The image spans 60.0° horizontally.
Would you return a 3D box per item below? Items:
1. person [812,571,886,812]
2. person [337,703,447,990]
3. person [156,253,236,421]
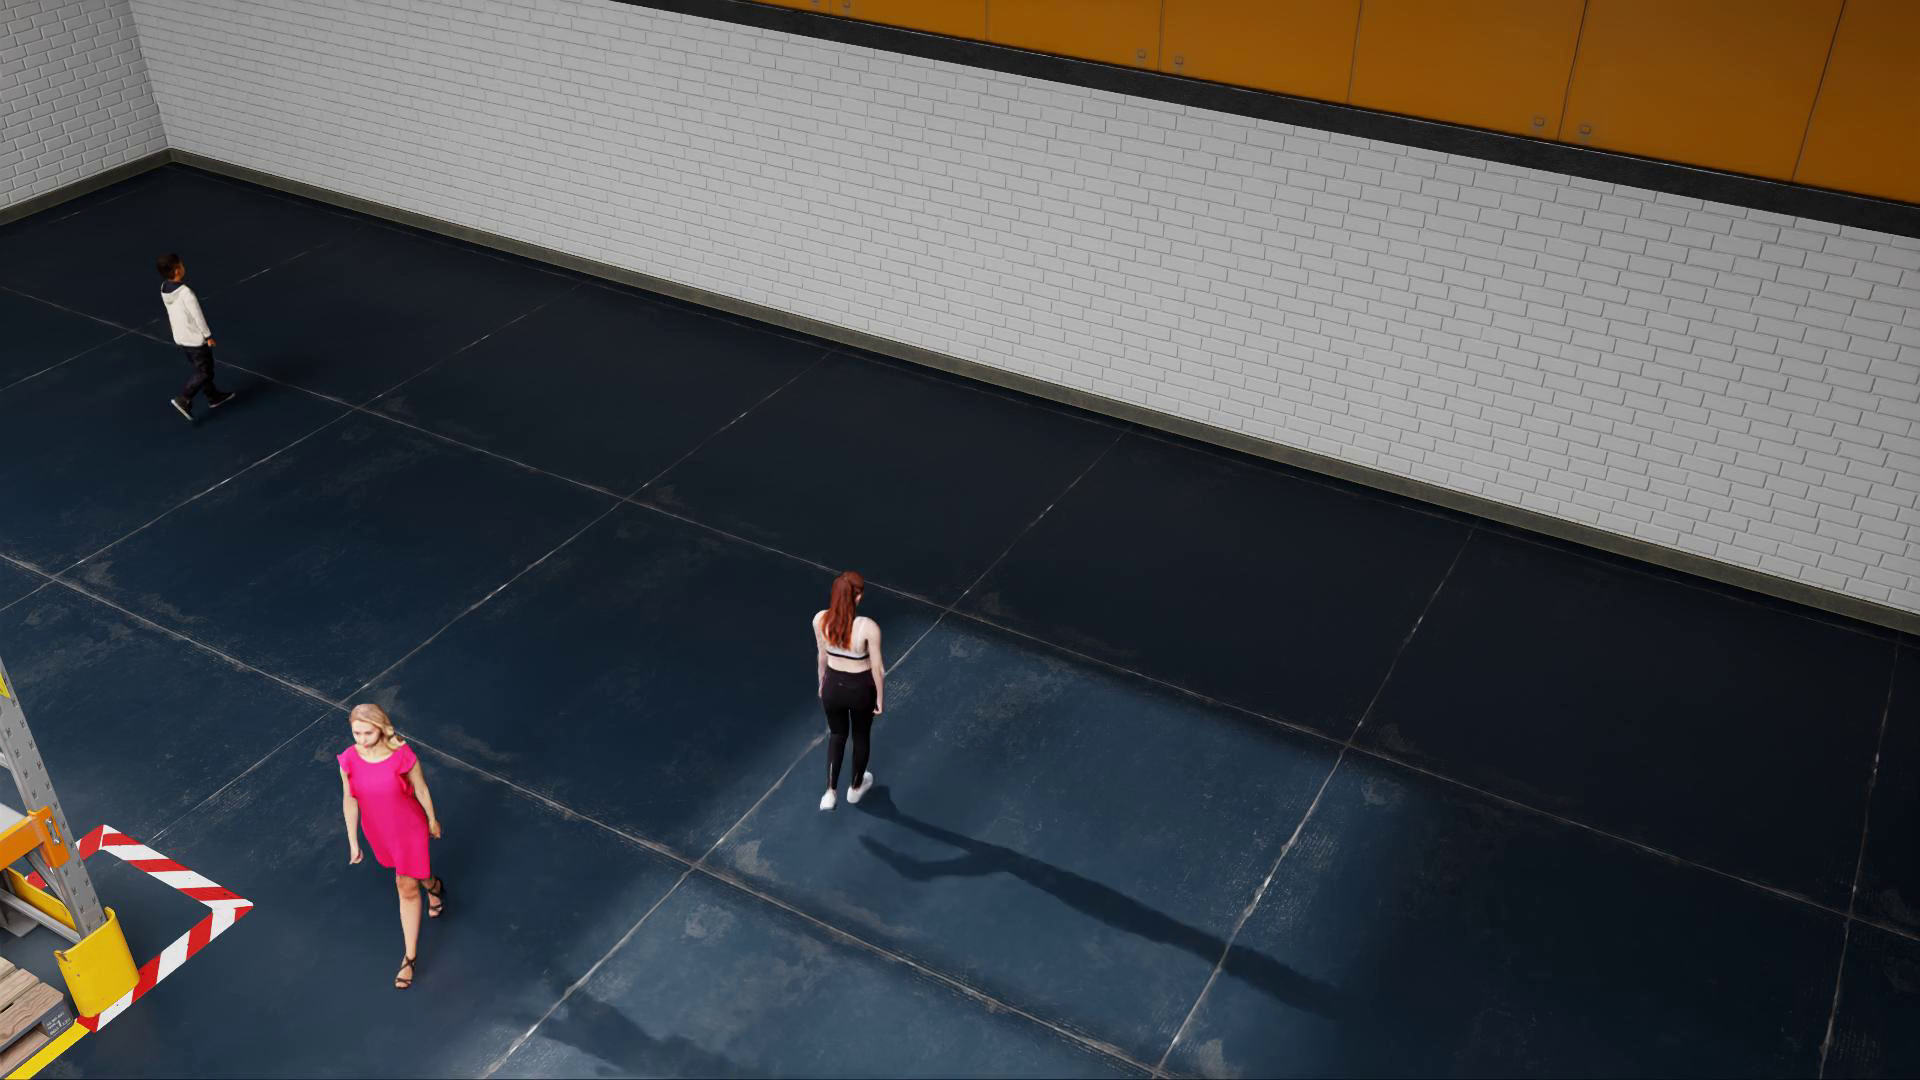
[{"bbox_3d":[-0.688,0.961,9.806,0.694,1.728,0.901,11,35,15],"label":"person"},{"bbox_3d":[-3.030,1.508,9.018,0.889,1.689,1.121,2,34,2],"label":"person"},{"bbox_3d":[-6.545,-1.702,14.069,0.637,1.443,0.852,22,39,29],"label":"person"}]
